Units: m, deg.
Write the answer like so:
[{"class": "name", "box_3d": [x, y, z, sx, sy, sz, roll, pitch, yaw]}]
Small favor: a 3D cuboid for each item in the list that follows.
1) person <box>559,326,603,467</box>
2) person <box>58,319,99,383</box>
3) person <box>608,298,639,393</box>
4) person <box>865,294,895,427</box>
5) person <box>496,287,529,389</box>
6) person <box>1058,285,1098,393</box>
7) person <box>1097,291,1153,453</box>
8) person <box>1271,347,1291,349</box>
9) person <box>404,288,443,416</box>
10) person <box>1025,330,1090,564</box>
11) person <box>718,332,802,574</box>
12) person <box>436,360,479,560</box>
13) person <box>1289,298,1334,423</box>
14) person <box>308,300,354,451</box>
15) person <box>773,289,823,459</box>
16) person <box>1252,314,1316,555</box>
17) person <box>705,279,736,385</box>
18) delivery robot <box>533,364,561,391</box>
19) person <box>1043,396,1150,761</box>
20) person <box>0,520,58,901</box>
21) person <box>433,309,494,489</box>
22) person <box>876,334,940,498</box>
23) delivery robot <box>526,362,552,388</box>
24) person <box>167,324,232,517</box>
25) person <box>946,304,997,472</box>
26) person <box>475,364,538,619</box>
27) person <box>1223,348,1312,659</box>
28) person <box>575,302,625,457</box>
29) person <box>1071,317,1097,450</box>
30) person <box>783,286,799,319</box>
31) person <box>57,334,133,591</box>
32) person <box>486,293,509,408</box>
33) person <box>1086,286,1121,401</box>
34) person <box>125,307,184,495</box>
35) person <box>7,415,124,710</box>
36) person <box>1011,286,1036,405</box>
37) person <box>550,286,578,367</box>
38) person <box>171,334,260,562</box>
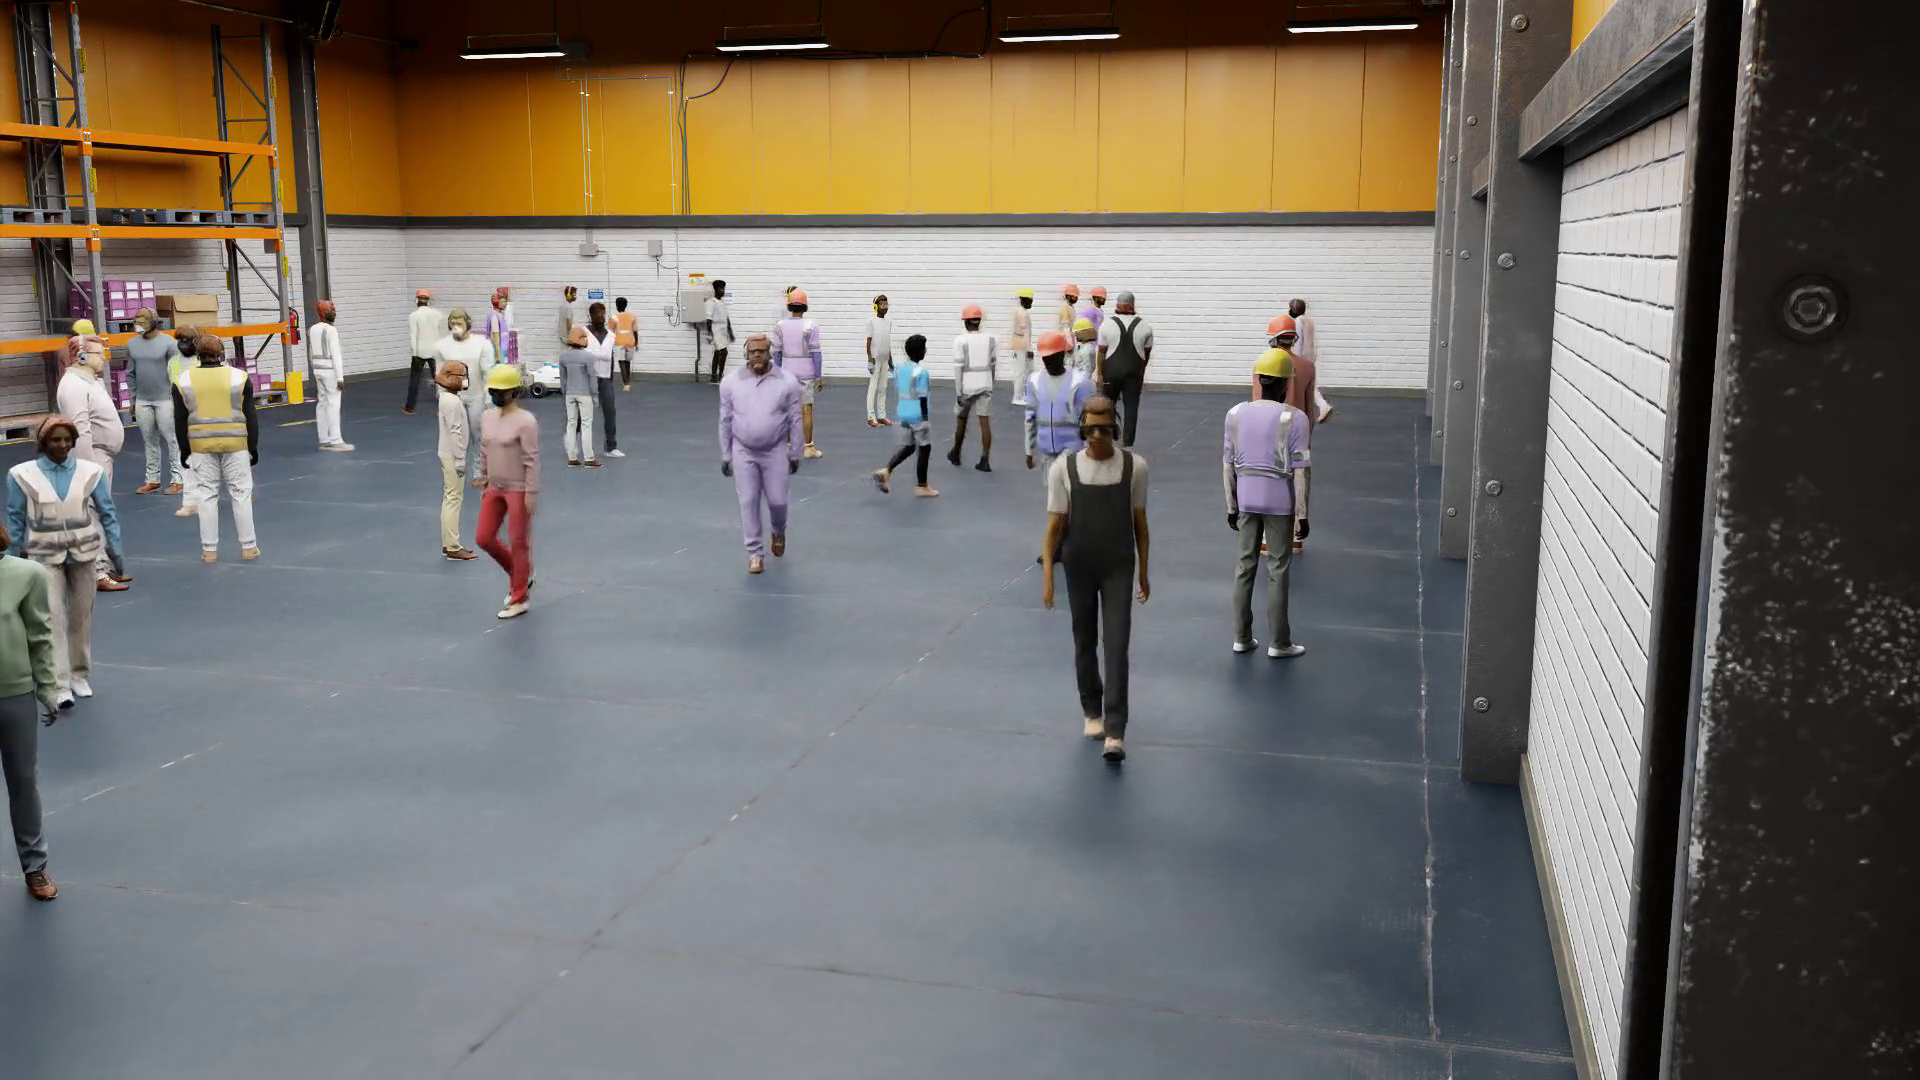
[{"class": "person", "box_3d": [-4.400, -1.652, 19.259, 0.500, 1.633, 0.285, 4, 11, 23]}, {"class": "person", "box_3d": [-10.104, -1.654, 19.009, 0.561, 1.719, 0.627, 2, 10, 12]}, {"class": "person", "box_3d": [-5.963, -3.436, 29.280, 0.545, 1.645, 0.870, -7, 12, -33]}, {"class": "person", "box_3d": [-1.128, -2.550, 23.670, 0.331, 1.874, 0.519, 9, 13, 41]}, {"class": "person", "box_3d": [-8.087, -3.587, 29.649, 0.985, 1.841, 0.576, -7, 12, -35]}, {"class": "person", "box_3d": [1.939, -3.342, 28.053, 0.900, 1.898, 0.580, 3, 11, 19]}, {"class": "person", "box_3d": [2.029, -2.111, 20.703, 0.696, 2.000, 0.875, 0, 10, -1]}, {"class": "person", "box_3d": [3.476, -1.453, 18.116, 0.310, 1.638, 0.523, -4, 11, -24]}, {"class": "person", "box_3d": [-8.052, -2.839, 25.195, 0.990, 1.933, 0.604, 9, 14, 42]}, {"class": "person", "box_3d": [0.849, -0.788, 13.679, 0.592, 1.891, 0.941, 5, 11, 25]}, {"class": "person", "box_3d": [-1.578, -0.699, 13.138, 0.649, 1.890, 0.564, -1, 10, -4]}, {"class": "person", "box_3d": [-4.123, -0.656, 13.617, 0.281, 1.631, 0.506, -4, 11, -22]}, {"class": "person", "box_3d": [4.956, -2.565, 23.937, 0.817, 1.816, 0.631, 6, 12, 31]}, {"class": "person", "box_3d": [-7.896, -2.049, 20.799, 0.582, 1.882, 0.337, 8, 13, 37]}, {"class": "person", "box_3d": [-1.930, -1.990, 20.007, 0.614, 2.045, 0.368, 4, 11, 19]}, {"class": "person", "box_3d": [2.650, -0.868, 13.791, 0.624, 1.992, 0.390, -5, 11, -25]}, {"class": "person", "box_3d": [-4.355, -3.815, 30.605, 0.668, 1.941, 0.632, 3, 10, 15]}, {"class": "delivery robot", "box_3d": [-6.842, -2.725, 28.123, 0.707, 0.478, 0.477, 1, 10, 3]}, {"class": "person", "box_3d": [0.681, 0.192, 8.318, 0.533, 1.803, 0.918, 1, 10, 6]}, {"class": "person", "box_3d": [-3.749, 0.618, 6.406, 0.497, 1.633, 0.285, -6, 12, -32]}, {"class": "person", "box_3d": [-5.143, -1.432, 17.271, 0.637, 1.893, 0.969, -1, 10, -7]}, {"class": "person", "box_3d": [-0.514, -1.238, 16.774, 0.606, 1.674, 0.538, -7, 12, -34]}, {"class": "delivery robot", "box_3d": [-7.099, -2.812, 28.614, 0.707, 0.478, 0.477, -6, 11, -30]}, {"class": "person", "box_3d": [-7.260, -1.164, 15.964, 0.618, 1.825, 0.760, 2, 10, 10]}, {"class": "person", "box_3d": [0.133, -1.758, 19.129, 0.550, 1.895, 0.949, -3, 11, -18]}, {"class": "person", "box_3d": [-3.106, -0.338, 11.443, 0.552, 1.752, 0.357, 6, 12, 30]}, {"class": "person", "box_3d": [1.915, -0.223, 10.335, 0.591, 1.927, 0.366, 8, 13, 38]}, {"class": "person", "box_3d": [-4.493, -1.959, 20.306, 0.885, 1.890, 0.602, 10, 14, 44]}, {"class": "person", "box_3d": [1.429, -1.707, 19.281, 0.305, 1.737, 0.484, 1, 10, 7]}, {"class": "person", "box_3d": [-2.970, -3.587, 29.579, 0.415, 1.852, 0.564, 4, 11, 22]}, {"class": "person", "box_3d": [-6.434, -0.575, 12.384, 0.409, 1.909, 0.640, -4, 11, -20]}, {"class": "person", "box_3d": [-7.106, -2.871, 25.560, 0.373, 1.843, 0.570, -2, 10, -13]}, {"class": "person", "box_3d": [2.347, -3.188, 27.199, 0.842, 1.907, 0.547, 3, 10, 17]}, {"class": "person", "box_3d": [-8.273, -1.427, 17.125, 0.632, 1.936, 0.359, 2, 10, 11]}, {"class": "person", "box_3d": [-4.926, 0.126, 9.215, 0.543, 1.610, 0.687, -8, 13, -39]}, {"class": "person", "box_3d": [1.060, -3.117, 26.790, 0.499, 1.910, 0.590, -1, 10, -3]}, {"class": "person", "box_3d": [-7.429, -3.788, 30.839, 0.722, 1.818, 0.620, -4, 11, -22]}, {"class": "person", "box_3d": [-6.021, -0.742, 13.514, 0.619, 1.845, 0.430, -4, 11, -21]}]
